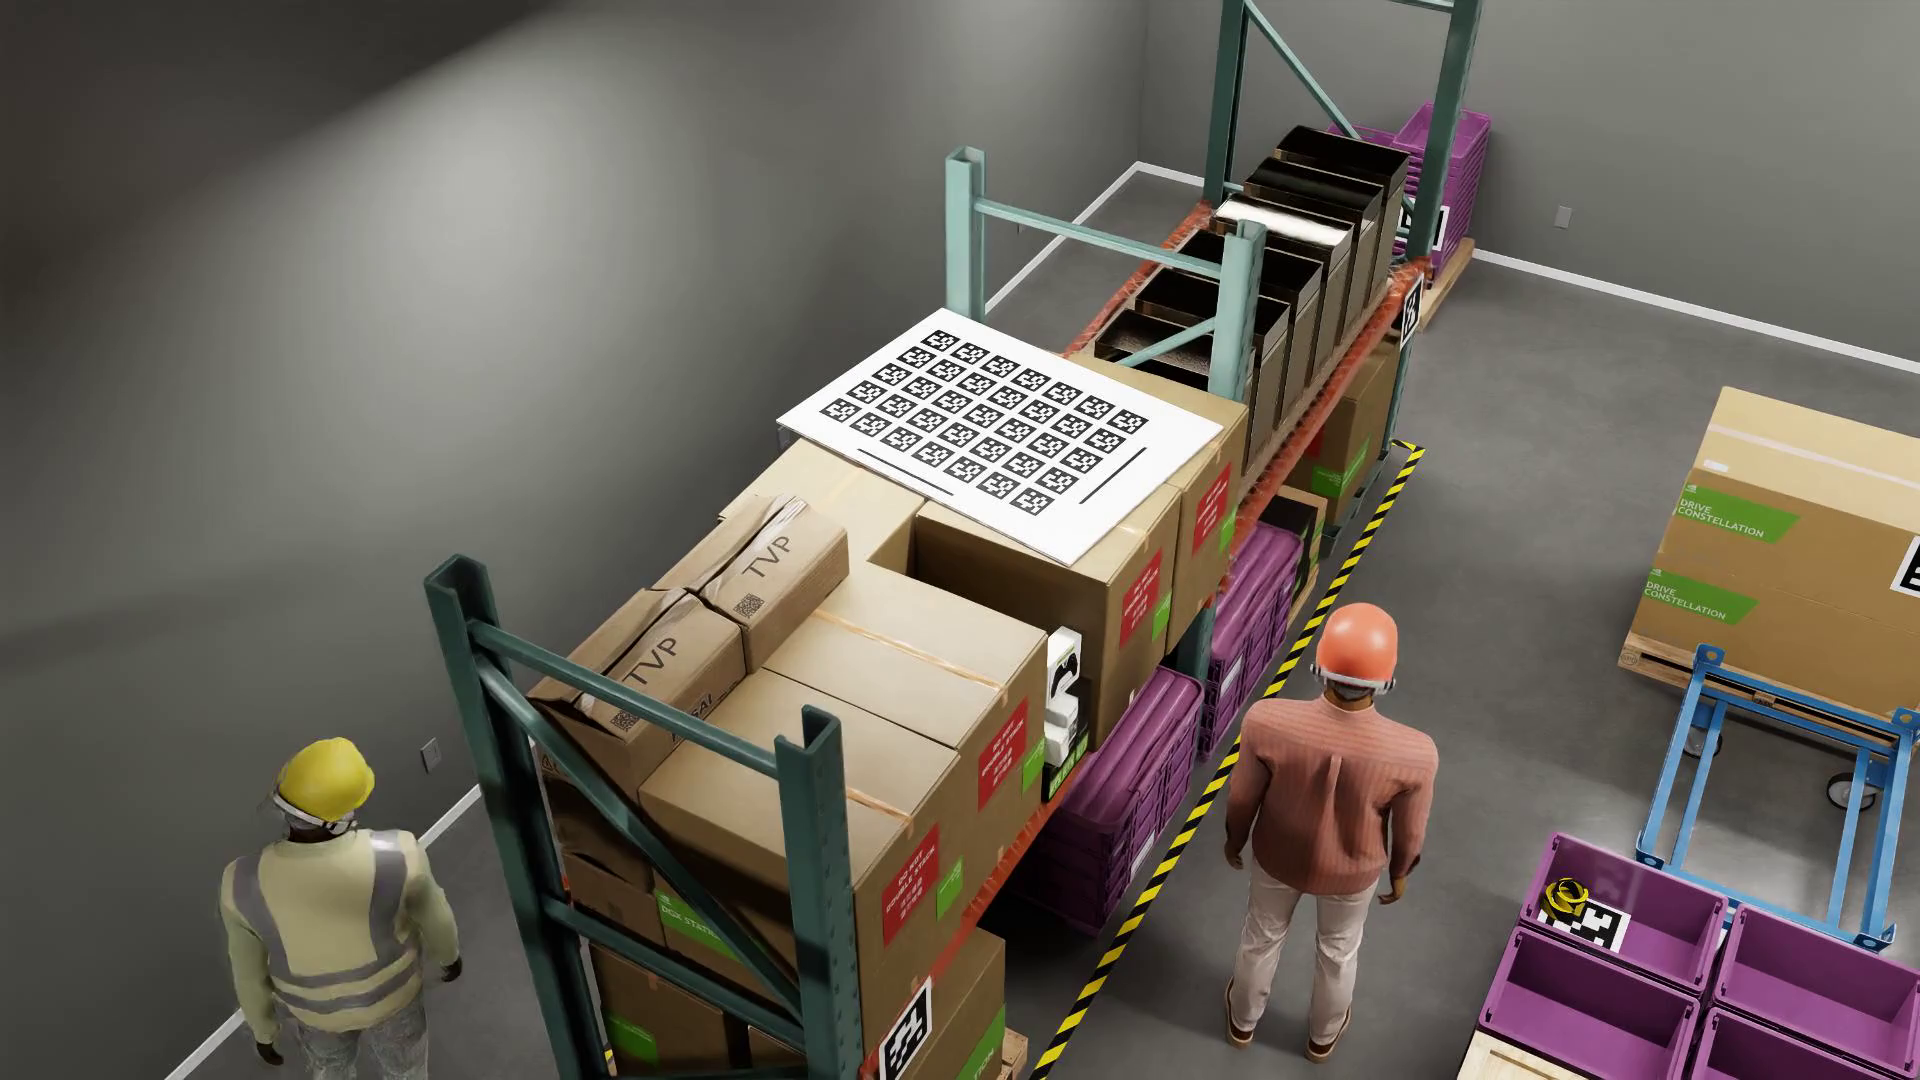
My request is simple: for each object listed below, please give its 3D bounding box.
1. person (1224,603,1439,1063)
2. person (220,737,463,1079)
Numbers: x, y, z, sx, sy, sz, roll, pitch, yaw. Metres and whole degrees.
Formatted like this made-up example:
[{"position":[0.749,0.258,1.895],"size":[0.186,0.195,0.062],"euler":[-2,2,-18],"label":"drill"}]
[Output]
[{"position":[1.160,0.990,5.374],"size":[0.622,1.993,0.385],"euler":[10,41,12],"label":"person"},{"position":[-1.844,1.335,5.121],"size":[0.618,1.789,0.483],"euler":[-8,41,-10],"label":"person"}]
